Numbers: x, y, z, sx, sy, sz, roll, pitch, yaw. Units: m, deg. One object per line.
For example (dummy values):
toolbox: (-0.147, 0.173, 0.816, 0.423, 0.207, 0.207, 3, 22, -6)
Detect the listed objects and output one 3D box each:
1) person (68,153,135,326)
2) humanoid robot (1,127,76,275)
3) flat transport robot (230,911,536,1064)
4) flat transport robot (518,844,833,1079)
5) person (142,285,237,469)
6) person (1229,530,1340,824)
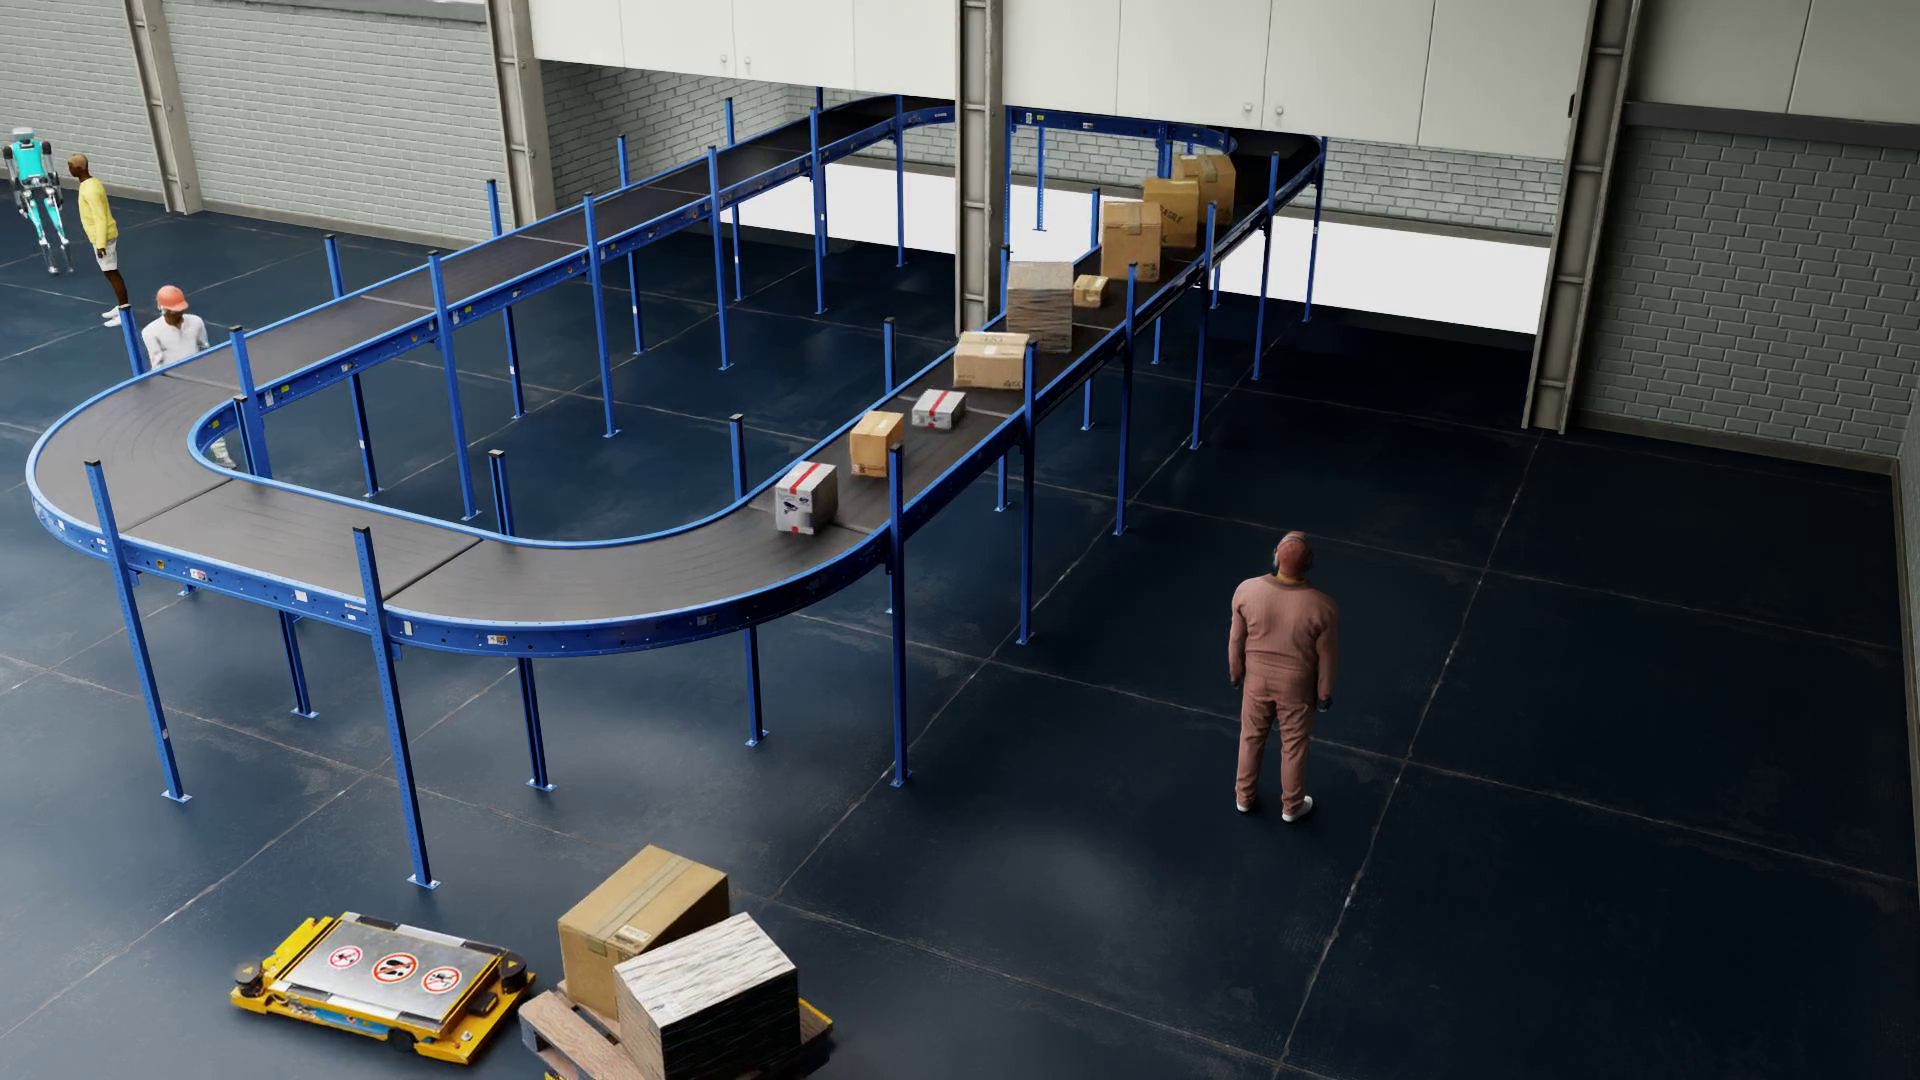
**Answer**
person: (-9.454, -3.311, 18.315, 0.360, 1.899, 0.551, -12, 29, -23)
humanoid robot: (-10.945, -3.989, 19.866, 0.534, 1.800, 0.680, -20, 33, -35)
flat transport robot: (-3.042, 2.332, 8.777, 1.431, 0.231, 0.659, 8, 28, 16)
flat transport robot: (-1.390, 2.586, 8.266, 0.659, 0.231, 1.431, 23, 35, 39)
person: (-6.802, -1.409, 14.661, 0.371, 1.741, 0.571, 21, 33, 36)
person: (1.935, 0.825, 9.976, 0.651, 1.904, 0.407, 12, 29, 22)
